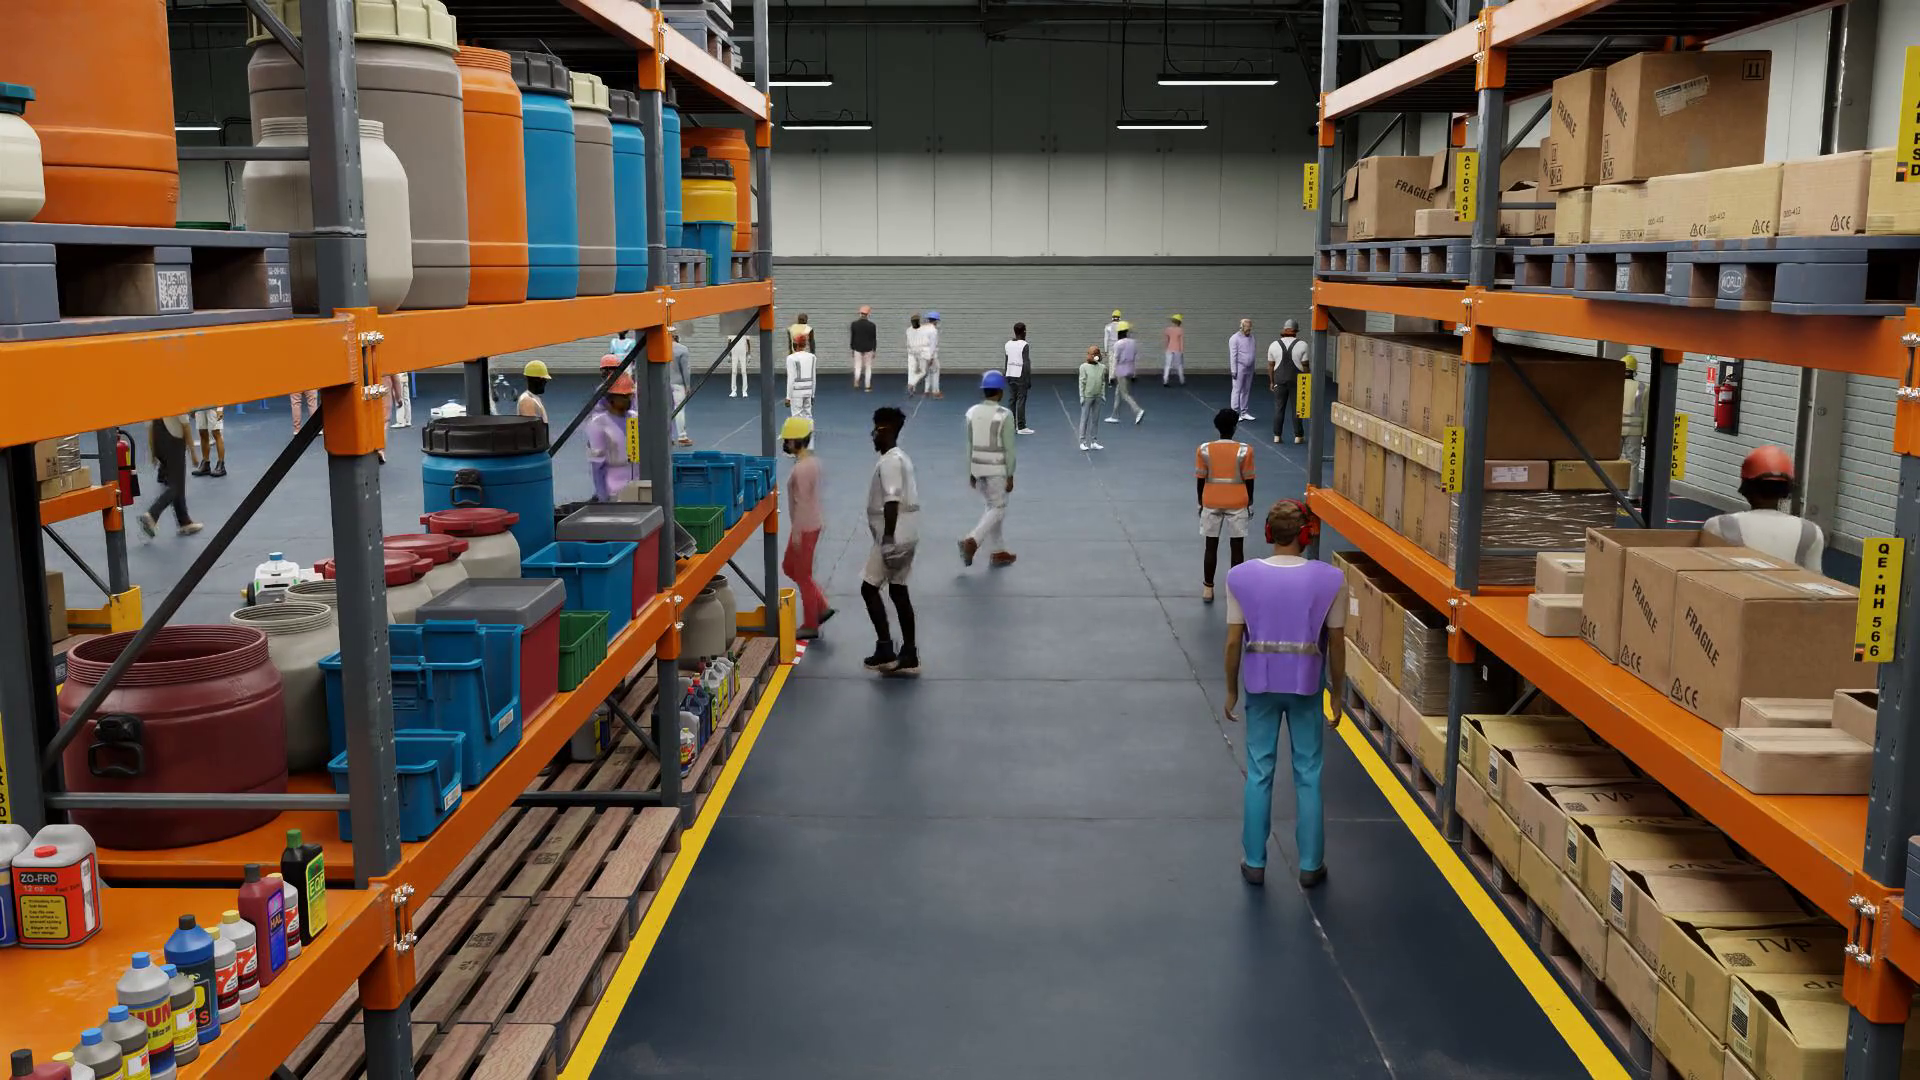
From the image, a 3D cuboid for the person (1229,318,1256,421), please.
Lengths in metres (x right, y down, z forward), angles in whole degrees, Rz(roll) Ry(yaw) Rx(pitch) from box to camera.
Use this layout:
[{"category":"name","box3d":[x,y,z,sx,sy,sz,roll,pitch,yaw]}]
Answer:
[{"category":"person","box3d":[5.318,-3.187,31.136,0.643,1.909,0.411,-8,12,-40]}]

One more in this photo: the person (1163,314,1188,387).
[{"category":"person","box3d":[5.122,-4.513,39.629,0.533,1.721,0.904,7,12,34]}]

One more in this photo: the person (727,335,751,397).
[{"category":"person","box3d":[-4.865,-4.081,36.600,0.534,1.869,0.311,0,9,0]}]

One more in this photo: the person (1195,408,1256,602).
[{"category":"person","box3d":[2.307,-0.299,14.475,0.533,1.692,0.319,3,10,18]}]

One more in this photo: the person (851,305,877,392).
[{"category":"person","box3d":[-2.203,-4.375,38.040,0.633,1.973,0.571,2,10,10]}]

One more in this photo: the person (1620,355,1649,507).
[{"category":"person","box3d":[8.065,-1.323,20.181,0.586,1.837,0.403,5,11,27]}]

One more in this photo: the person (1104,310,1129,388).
[{"category":"person","box3d":[3.717,-4.533,39.452,0.588,1.822,0.403,1,10,6]}]

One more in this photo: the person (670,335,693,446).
[{"category":"person","box3d":[-4.623,-2.486,26.860,0.627,1.934,0.370,4,10,22]}]

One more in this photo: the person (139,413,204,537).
[{"category":"person","box3d":[-8.556,-0.931,17.896,0.523,1.820,0.813,4,10,25]}]

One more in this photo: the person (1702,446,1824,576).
[{"category":"person","box3d":[4.205,0.493,8.868,0.617,1.990,1.041,0,9,2]}]

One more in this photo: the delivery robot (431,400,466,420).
[{"category":"delivery robot","box3d":[-8.944,-2.224,29.258,0.477,0.478,0.707,6,11,32]}]

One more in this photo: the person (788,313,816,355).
[{"category":"person","box3d":[-3.558,-4.208,37.489,0.651,1.826,0.511,3,10,17]}]

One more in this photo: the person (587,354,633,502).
[{"category":"person","box3d":[-4.060,-1.248,19.633,1.013,1.877,0.541,4,10,20]}]

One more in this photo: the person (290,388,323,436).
[{"category":"person","box3d":[-11.231,-2.732,28.406,0.637,1.911,0.403,-2,10,-13]}]

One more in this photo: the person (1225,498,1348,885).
[{"category":"person","box3d":[1.531,0.726,7.889,0.564,1.841,0.390,2,10,12]}]

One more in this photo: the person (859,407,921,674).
[{"category":"person","box3d":[-0.502,0.010,11.986,0.488,1.916,0.699,3,10,16]}]

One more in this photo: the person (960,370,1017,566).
[{"category":"person","box3d":[0.274,-0.678,16.072,0.791,1.926,0.613,-9,13,-43]}]

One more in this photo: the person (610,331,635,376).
[{"category":"person","box3d":[-7.007,-3.668,34.656,0.545,1.684,0.545,2,10,13]}]

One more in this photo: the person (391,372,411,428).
[{"category":"person","box3d":[-10.046,-2.826,29.766,0.314,1.641,0.515,3,10,16]}]

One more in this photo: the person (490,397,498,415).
[{"category":"person","box3d":[-8.649,-2.885,29.597,0.899,1.808,0.639,-4,10,-25]}]

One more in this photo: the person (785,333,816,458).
[{"category":"person","box3d":[-2.425,-2.195,25.263,0.342,1.882,0.586,8,12,39]}]

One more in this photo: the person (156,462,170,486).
[{"category":"person","box3d":[-10.590,-1.678,22.166,0.379,1.891,0.663,-2,10,-14]}]

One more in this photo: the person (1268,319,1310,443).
[{"category":"person","box3d":[5.430,-2.607,27.388,0.675,2.000,0.536,4,10,23]}]

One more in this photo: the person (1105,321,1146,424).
[{"category":"person","box3d":[3.039,-3.067,30.453,0.875,1.895,0.598,8,12,39]}]

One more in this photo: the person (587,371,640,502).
[{"category":"person","box3d":[-2.892,-0.438,14.297,0.420,2.029,0.644,6,11,34]}]

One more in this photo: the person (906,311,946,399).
[{"category":"person","box3d":[-0.726,-3.994,35.987,0.825,1.906,0.617,-5,11,-29]}]

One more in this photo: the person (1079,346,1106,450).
[{"category":"person","box3d":[2.100,-2.247,26.317,0.501,1.633,0.286,-6,11,-30]}]

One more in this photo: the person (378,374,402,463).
[{"category":"person","box3d":[-8.666,-2.095,24.718,0.643,1.871,0.928,-1,9,-4]}]

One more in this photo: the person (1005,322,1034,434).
[{"category":"person","box3d":[1.008,-2.804,28.807,0.392,1.920,0.589,-8,12,-39]}]

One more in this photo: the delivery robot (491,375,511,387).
[{"category":"delivery robot","box3d":[-9.844,-3.427,35.685,0.335,0.223,0.698,-6,11,-32]}]

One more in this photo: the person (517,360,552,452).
[{"category":"person","box3d":[-4.483,-0.935,17.590,0.377,1.922,0.594,-2,10,-12]}]

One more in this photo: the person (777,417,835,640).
[{"category":"person","box3d":[-1.252,-0.088,13.017,0.362,1.751,0.548,0,9,-1]}]

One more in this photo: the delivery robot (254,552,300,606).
[{"category":"delivery robot","box3d":[-5.684,0.348,13.849,0.477,0.478,0.707,-4,10,-21]}]

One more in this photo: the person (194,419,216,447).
[{"category":"person","box3d":[-12.188,-2.299,26.698,0.683,1.606,0.548,-9,13,-44]}]

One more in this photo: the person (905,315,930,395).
[{"category":"person","box3d":[-0.926,-4.167,37.426,0.634,1.788,0.999,4,10,24]}]

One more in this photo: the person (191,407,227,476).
[{"category":"person","box3d":[-10.449,-1.848,23.050,0.543,1.929,0.372,3,10,18]}]

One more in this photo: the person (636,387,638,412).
[{"category":"person","box3d":[-3.834,-1.378,20.450,1.007,1.878,0.675,4,10,20]}]

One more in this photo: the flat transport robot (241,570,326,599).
[{"category":"flat transport robot","box3d":[-5.563,0.381,14.779,1.431,0.197,0.652,-7,12,-35]}]
